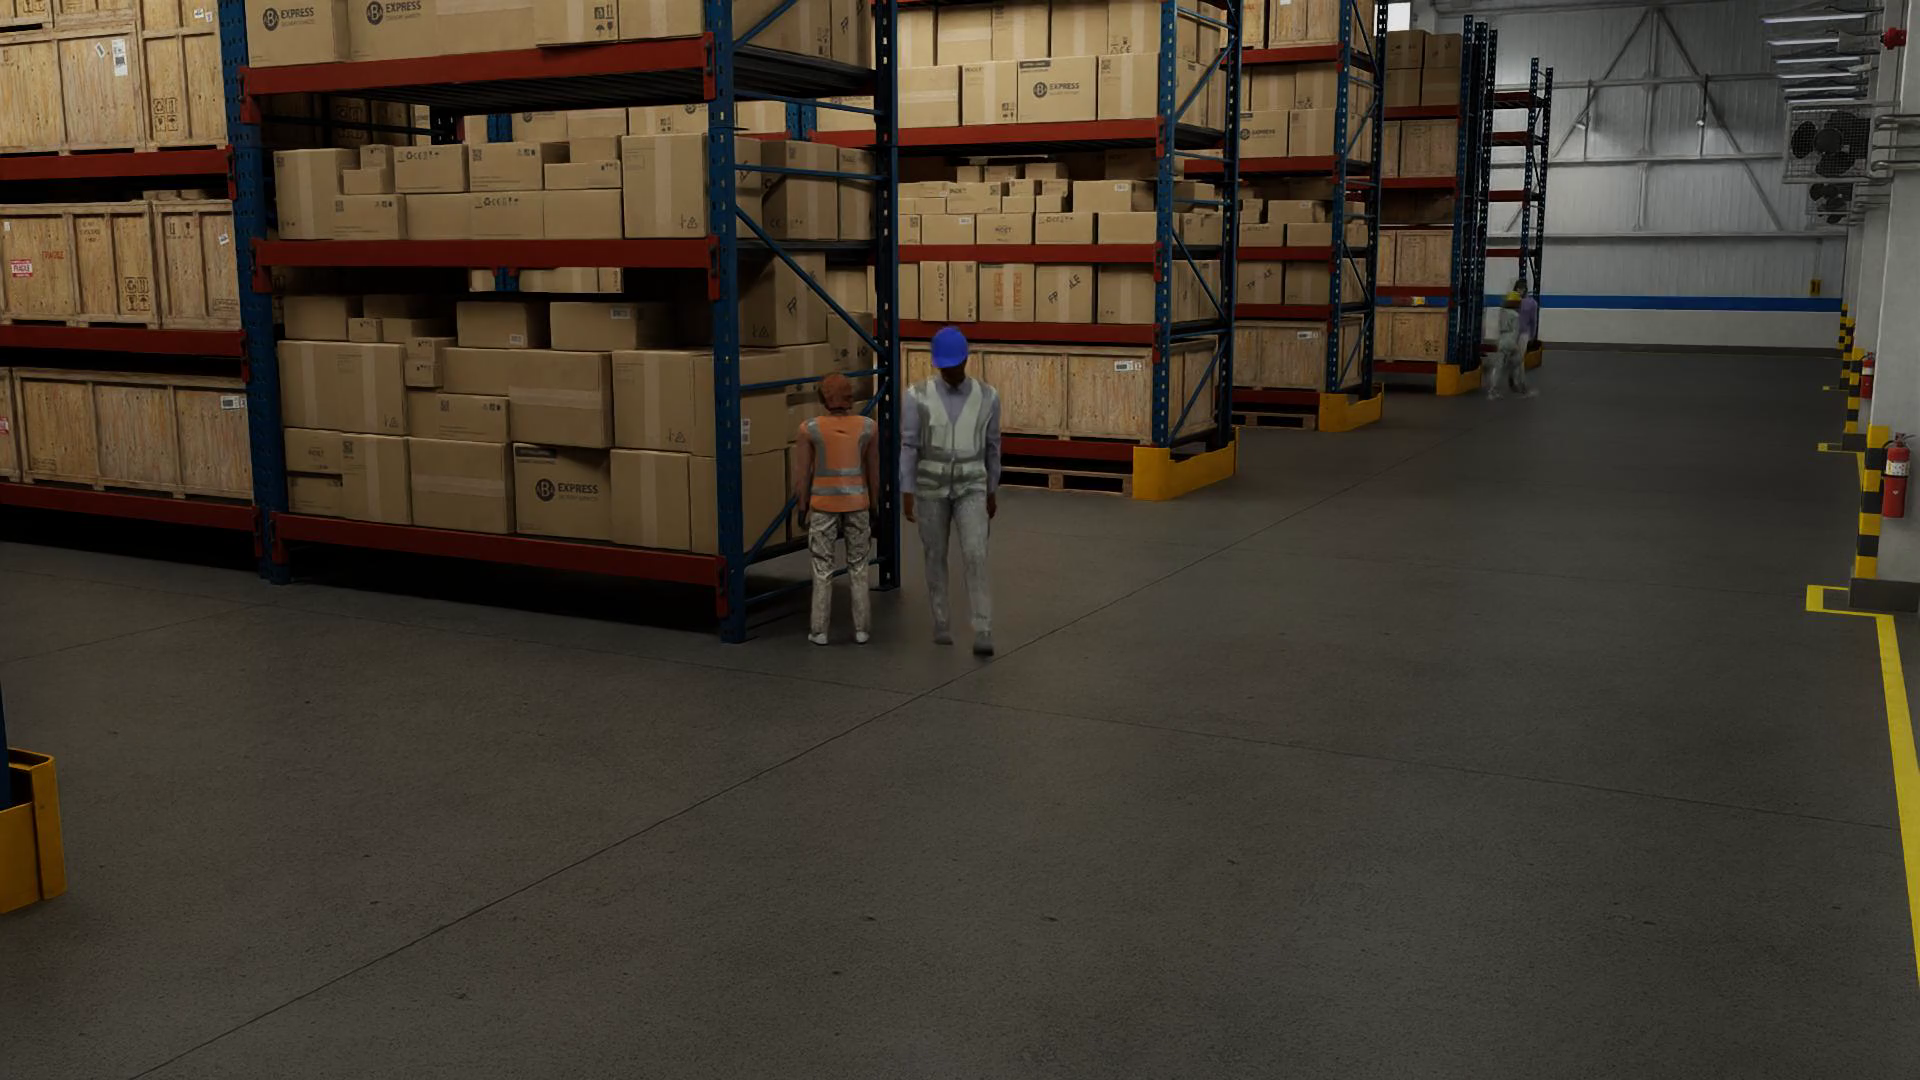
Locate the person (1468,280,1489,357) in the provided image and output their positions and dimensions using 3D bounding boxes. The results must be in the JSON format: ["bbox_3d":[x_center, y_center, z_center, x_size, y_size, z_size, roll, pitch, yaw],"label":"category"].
[{"bbox_3d":[11.619,-4.986,37.453,0.571,1.729,0.735,-5,11,-25],"label":"person"}]

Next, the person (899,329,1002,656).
[{"bbox_3d":[-0.048,-0.268,9.640,0.607,1.893,0.911,0,10,-3],"label":"person"}]

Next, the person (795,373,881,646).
[{"bbox_3d":[-0.716,-0.178,9.890,0.521,1.631,0.320,-3,10,-15],"label":"person"}]

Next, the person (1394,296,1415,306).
[{"bbox_3d":[8.772,-4.324,33.140,0.680,1.892,0.647,5,11,28],"label":"person"}]

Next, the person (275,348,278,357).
[{"bbox_3d":[-7.895,-1.795,18.714,0.746,1.825,0.631,5,11,29],"label":"person"}]

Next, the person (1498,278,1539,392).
[{"bbox_3d":[9.444,-3.472,28.160,0.630,1.916,0.869,5,11,25],"label":"person"}]

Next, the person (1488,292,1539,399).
[{"bbox_3d":[8.846,-3.101,26.595,0.874,1.698,0.506,-3,10,-18],"label":"person"}]
